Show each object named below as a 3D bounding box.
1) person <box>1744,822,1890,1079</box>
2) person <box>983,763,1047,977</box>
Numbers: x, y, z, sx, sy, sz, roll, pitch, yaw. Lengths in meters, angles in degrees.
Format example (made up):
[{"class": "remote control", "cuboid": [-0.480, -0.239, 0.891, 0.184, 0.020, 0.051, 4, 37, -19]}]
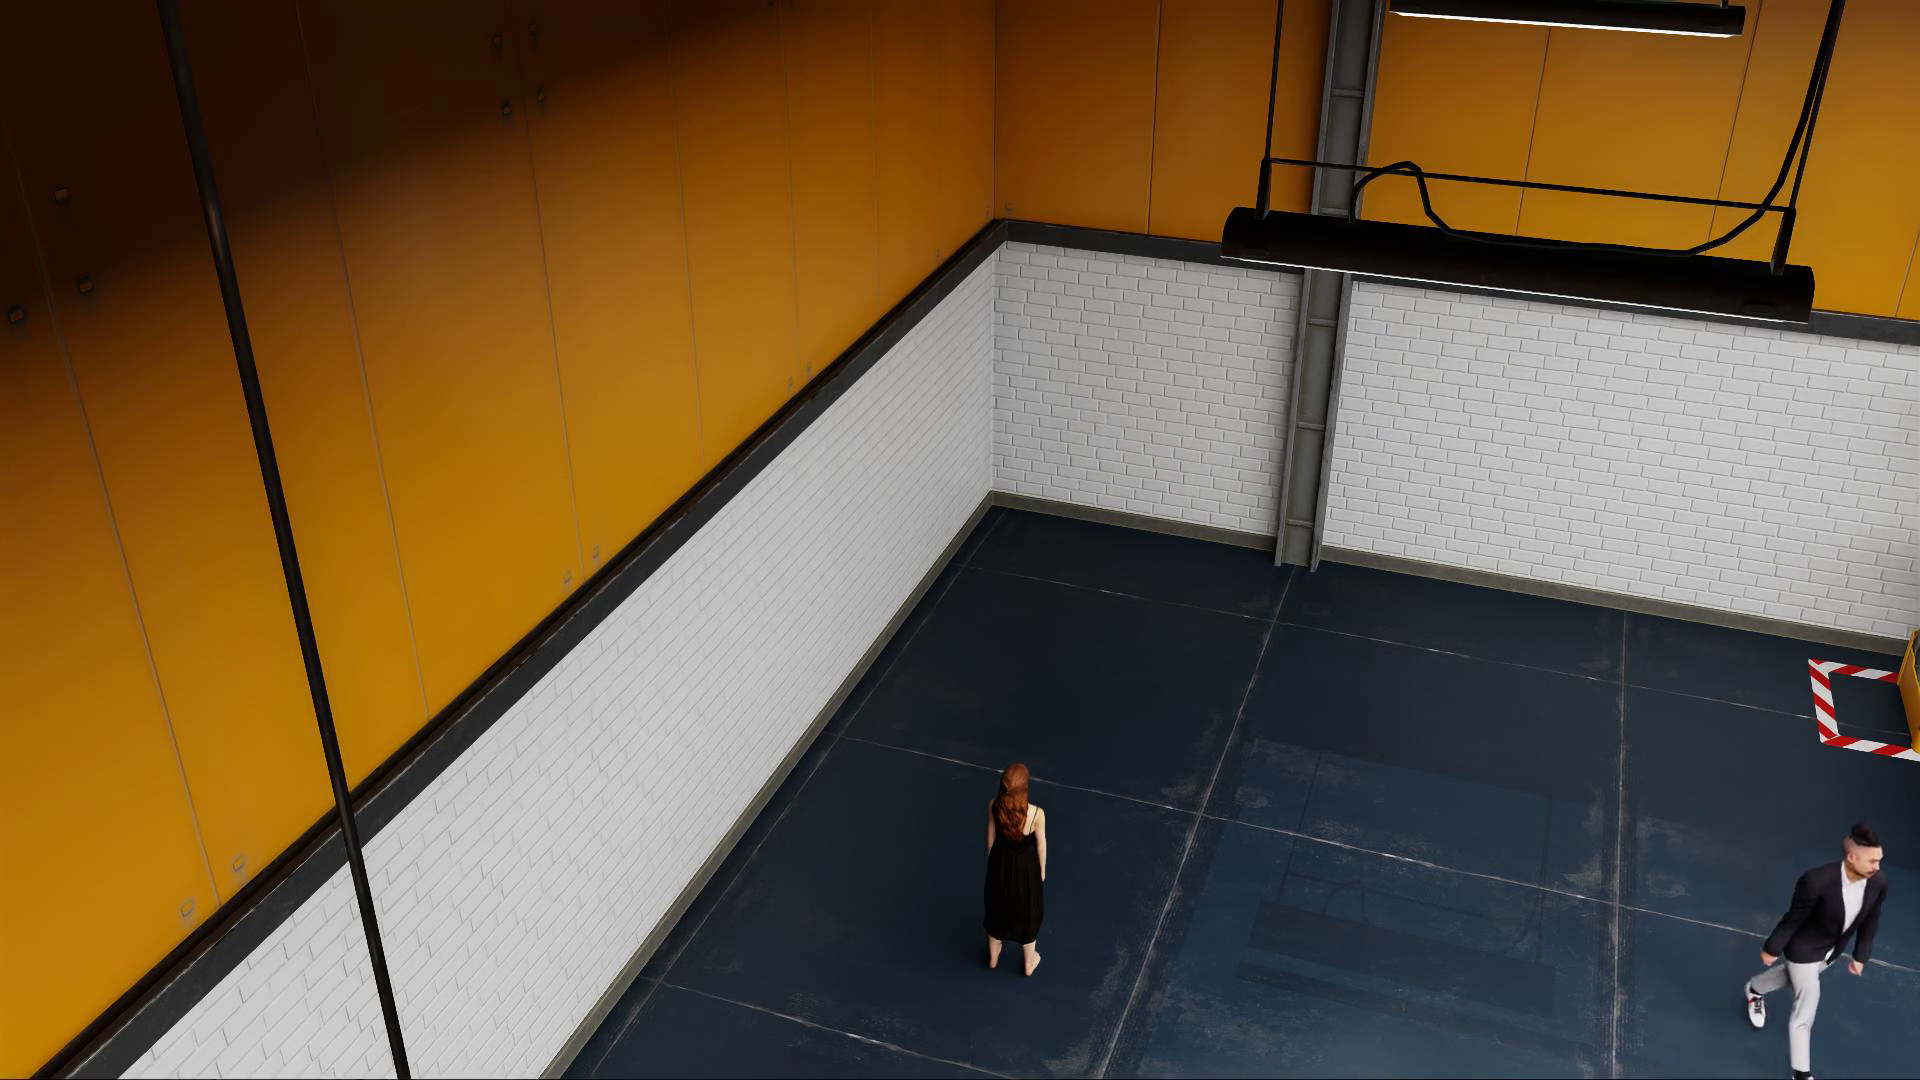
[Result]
[{"class": "person", "cuboid": [5.151, 2.386, 10.137, 1.323, 1.908, 1.233, -3, 29, -5]}, {"class": "person", "cuboid": [0.349, 2.150, 10.867, 0.502, 1.623, 0.620, 8, 30, 15]}]
